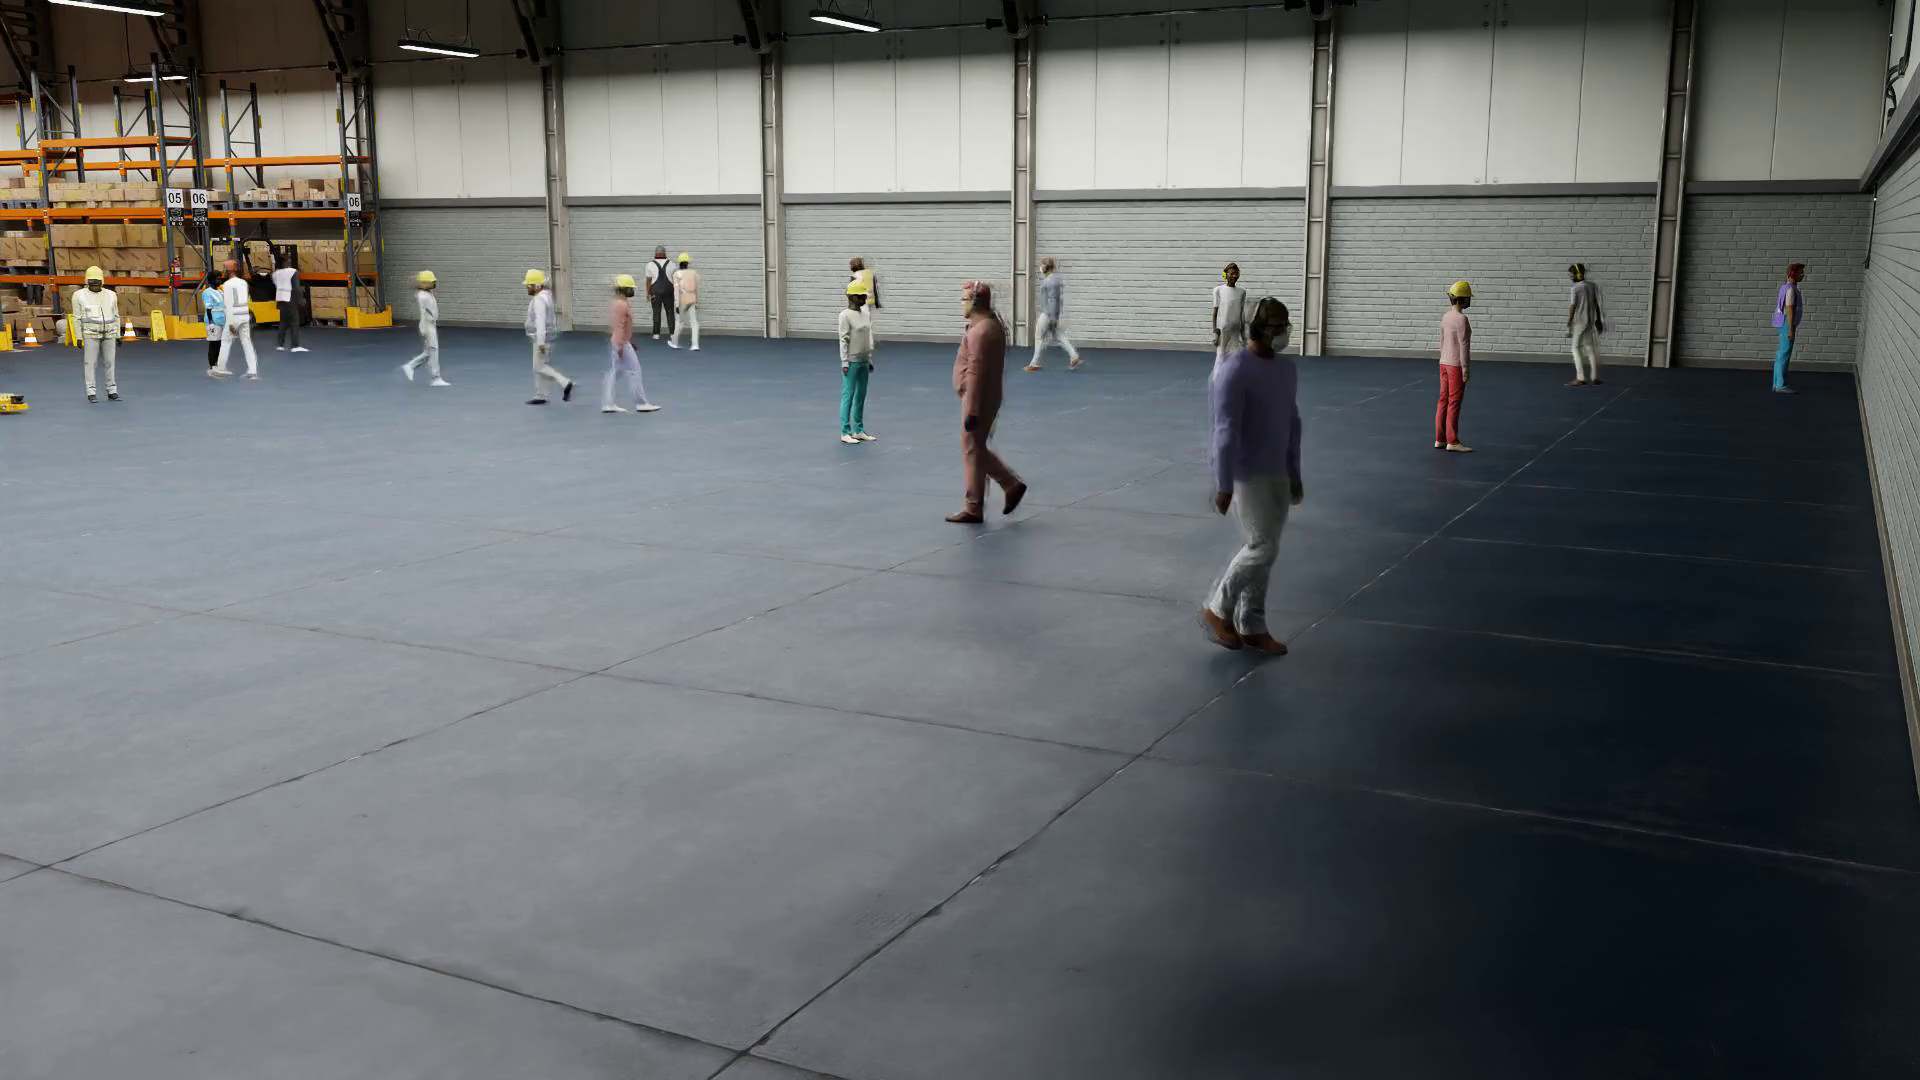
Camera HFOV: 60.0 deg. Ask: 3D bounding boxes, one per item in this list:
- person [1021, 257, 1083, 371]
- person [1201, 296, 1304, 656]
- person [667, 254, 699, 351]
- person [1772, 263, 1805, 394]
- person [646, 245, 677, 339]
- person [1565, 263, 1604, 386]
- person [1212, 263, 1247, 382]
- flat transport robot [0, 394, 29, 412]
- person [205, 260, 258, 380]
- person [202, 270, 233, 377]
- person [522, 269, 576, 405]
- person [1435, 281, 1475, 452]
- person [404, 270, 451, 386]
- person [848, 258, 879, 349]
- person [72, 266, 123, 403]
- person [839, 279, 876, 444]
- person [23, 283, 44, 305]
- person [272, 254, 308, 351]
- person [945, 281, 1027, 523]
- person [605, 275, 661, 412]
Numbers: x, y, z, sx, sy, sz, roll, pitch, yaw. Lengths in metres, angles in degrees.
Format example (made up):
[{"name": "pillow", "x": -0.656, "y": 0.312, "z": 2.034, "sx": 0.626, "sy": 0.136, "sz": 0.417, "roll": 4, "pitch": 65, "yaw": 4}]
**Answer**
[{"name": "person", "x": 1.542, "y": -3.705, "z": 27.352, "sx": 0.982, "sy": 1.908, "sz": 0.627, "roll": 2, "pitch": 11, "yaw": 10}, {"name": "person", "x": 1.608, "y": -0.325, "z": 8.853, "sx": 0.425, "sy": 1.926, "sz": 0.628, "roll": 9, "pitch": 14, "yaw": 40}, {"name": "person", "x": -5.391, "y": -4.640, "z": 32.487, "sx": 0.606, "sy": 1.868, "sz": 1.004, "roll": -8, "pitch": 13, "yaw": -39}, {"name": "person", "x": 11.795, "y": -3.014, "z": 23.707, "sx": 0.390, "sy": 1.846, "sz": 0.564, "roll": 4, "pitch": 11, "yaw": 19}, {"name": "person", "x": -6.482, "y": -5.394, "z": 36.157, "sx": 0.688, "sy": 2.000, "sz": 0.536, "roll": -3, "pitch": 11, "yaw": -16}, {"name": "person", "x": 9.356, "y": -3.206, "z": 24.814, "sx": 0.705, "sy": 1.829, "sz": 0.396, "roll": -5, "pitch": 11, "yaw": -25}, {"name": "person", "x": 3.673, "y": -2.830, "z": 22.644, "sx": 0.512, "sy": 1.873, "sz": 0.329, "roll": -4, "pitch": 11, "yaw": -19}, {"name": "flat transport robot", "x": -12.627, "y": -1.758, "z": 21.162, "sx": 1.431, "sy": 0.197, "sz": 0.652, "roll": 5, "pitch": 12, "yaw": 26}, {"name": "person", "x": -11.369, "y": -3.411, "z": 25.888, "sx": 0.833, "sy": 1.847, "sz": 0.587, "roll": 2, "pitch": 11, "yaw": 13}, {"name": "person", "x": -11.809, "y": -3.434, "z": 26.416, "sx": 0.319, "sy": 1.694, "sz": 0.532, "roll": 0, "pitch": 10, "yaw": 0}, {"name": "person", "x": -5.424, "y": -2.649, "z": 21.851, "sx": 0.612, "sy": 1.810, "sz": 0.609, "roll": -1, "pitch": 10, "yaw": -3}, {"name": "person", "x": 5.169, "y": -1.803, "z": 17.326, "sx": 0.310, "sy": 1.769, "sz": 0.522, "roll": -2, "pitch": 11, "yaw": -10}, {"name": "person", "x": -7.997, "y": -3.158, "z": 24.835, "sx": 0.636, "sy": 1.726, "sz": 0.490, "roll": 0, "pitch": 10, "yaw": -1}, {"name": "person", "x": -1.939, "y": -4.642, "z": 32.734, "sx": 0.557, "sy": 1.797, "sz": 0.694, "roll": 6, "pitch": 12, "yaw": 30}, {"name": "person", "x": -11.593, "y": -2.765, "z": 22.396, "sx": 0.404, "sy": 1.827, "sz": 0.600, "roll": 9, "pitch": 14, "yaw": 41}, {"name": "person", "x": -1.108, "y": -1.933, "z": 18.037, "sx": 0.313, "sy": 1.767, "sz": 0.534, "roll": 6, "pitch": 12, "yaw": 31}, {"name": "person", "x": -24.843, "y": -6.879, "z": 44.593, "sx": 0.388, "sy": 1.919, "sz": 0.584, "roll": 5, "pitch": 11, "yaw": 25}, {"name": "person", "x": -13.015, "y": -4.582, "z": 32.189, "sx": 0.670, "sy": 1.888, "sz": 0.382, "roll": 4, "pitch": 11, "yaw": 23}, {"name": "person", "x": 0.183, "y": -1.060, "z": 12.915, "sx": 0.538, "sy": 1.891, "sz": 0.665, "roll": 2, "pitch": 11, "yaw": 11}, {"name": "person", "x": -4.165, "y": -2.478, "z": 21.087, "sx": 0.793, "sy": 1.734, "sz": 0.534, "roll": -3, "pitch": 11, "yaw": -16}]
